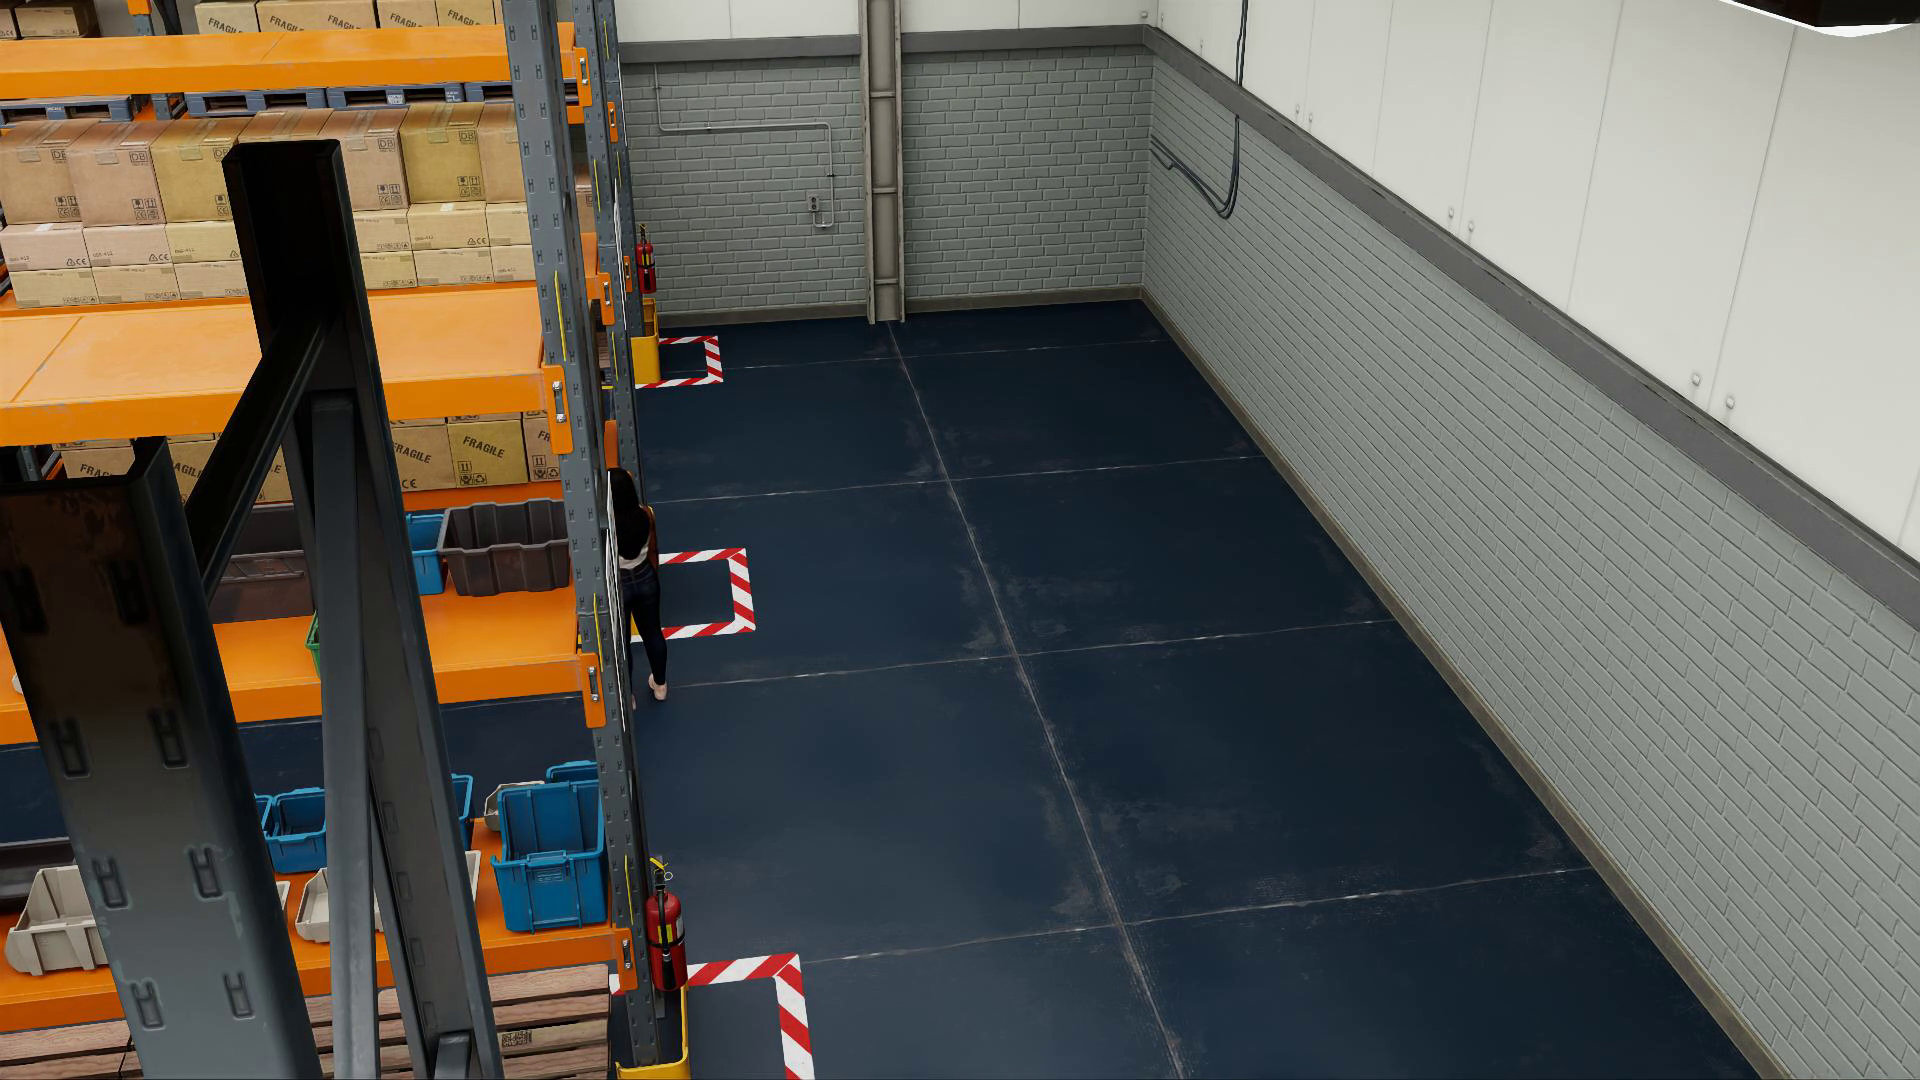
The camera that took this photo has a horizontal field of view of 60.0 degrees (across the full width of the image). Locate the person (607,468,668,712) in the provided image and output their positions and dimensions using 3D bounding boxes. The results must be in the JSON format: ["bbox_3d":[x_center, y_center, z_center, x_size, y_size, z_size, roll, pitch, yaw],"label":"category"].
[{"bbox_3d":[-2.256,0.331,11.348,0.675,1.810,0.790,-17,33,-29],"label":"person"}]
